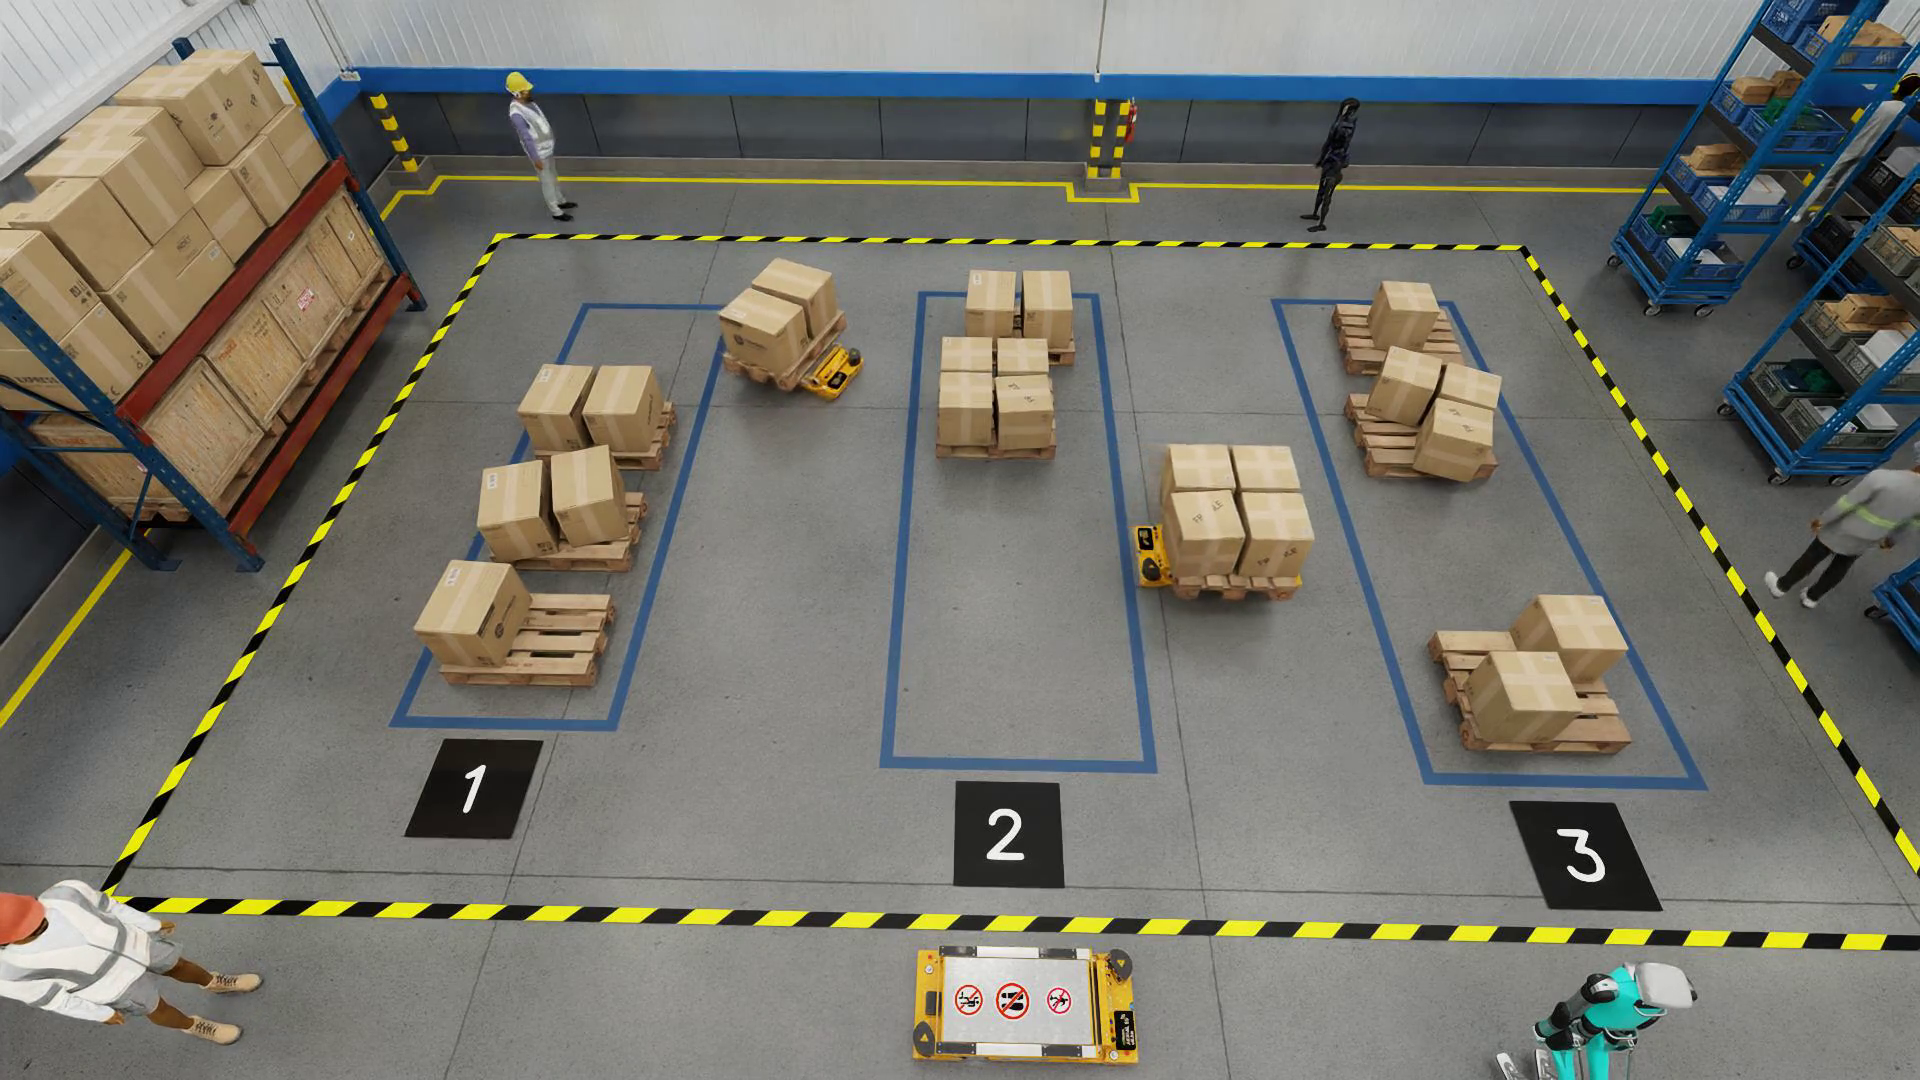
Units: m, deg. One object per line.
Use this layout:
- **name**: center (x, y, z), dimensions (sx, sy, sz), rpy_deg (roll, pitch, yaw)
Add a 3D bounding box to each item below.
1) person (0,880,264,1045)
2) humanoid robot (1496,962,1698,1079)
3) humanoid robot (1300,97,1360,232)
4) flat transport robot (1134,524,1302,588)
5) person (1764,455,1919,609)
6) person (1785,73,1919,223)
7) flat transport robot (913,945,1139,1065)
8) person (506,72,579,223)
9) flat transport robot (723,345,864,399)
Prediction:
- **person**: center (-4.869, 2.471, 5.329), dimensions (0.367, 2.044, 0.607), rpy_deg (-1, 51, -1)
- **humanoid robot**: center (3.555, 2.907, 5.082), dimensions (0.533, 1.677, 0.735), rpy_deg (0, 51, 0)
- **humanoid robot**: center (4.606, -4.638, 11.348), dimensions (0.315, 1.657, 0.599), rpy_deg (-1, 51, 0)
- **flat transport robot**: center (2.350, 0.117, 8.372), dimensions (1.431, 0.197, 0.652), rpy_deg (1, 51, 1)
- **person**: center (7.454, -0.130, 7.571), dimensions (0.596, 1.850, 0.395), rpy_deg (18, 53, 14)
- **person**: center (11.128, -4.814, 11.385), dimensions (0.507, 1.864, 0.312), rpy_deg (12, 52, 10)
- **flat transport robot**: center (0.422, 3.041, 6.007), dimensions (1.431, 0.231, 0.659), rpy_deg (1, 51, 1)
- **person**: center (-5.242, -4.910, 11.477), dimensions (0.404, 1.834, 0.586), rpy_deg (-2, 51, -2)
- **flat transport robot**: center (-1.844, -2.024, 10.118), dimensions (1.431, 0.197, 0.652), rpy_deg (19, 53, 15)
